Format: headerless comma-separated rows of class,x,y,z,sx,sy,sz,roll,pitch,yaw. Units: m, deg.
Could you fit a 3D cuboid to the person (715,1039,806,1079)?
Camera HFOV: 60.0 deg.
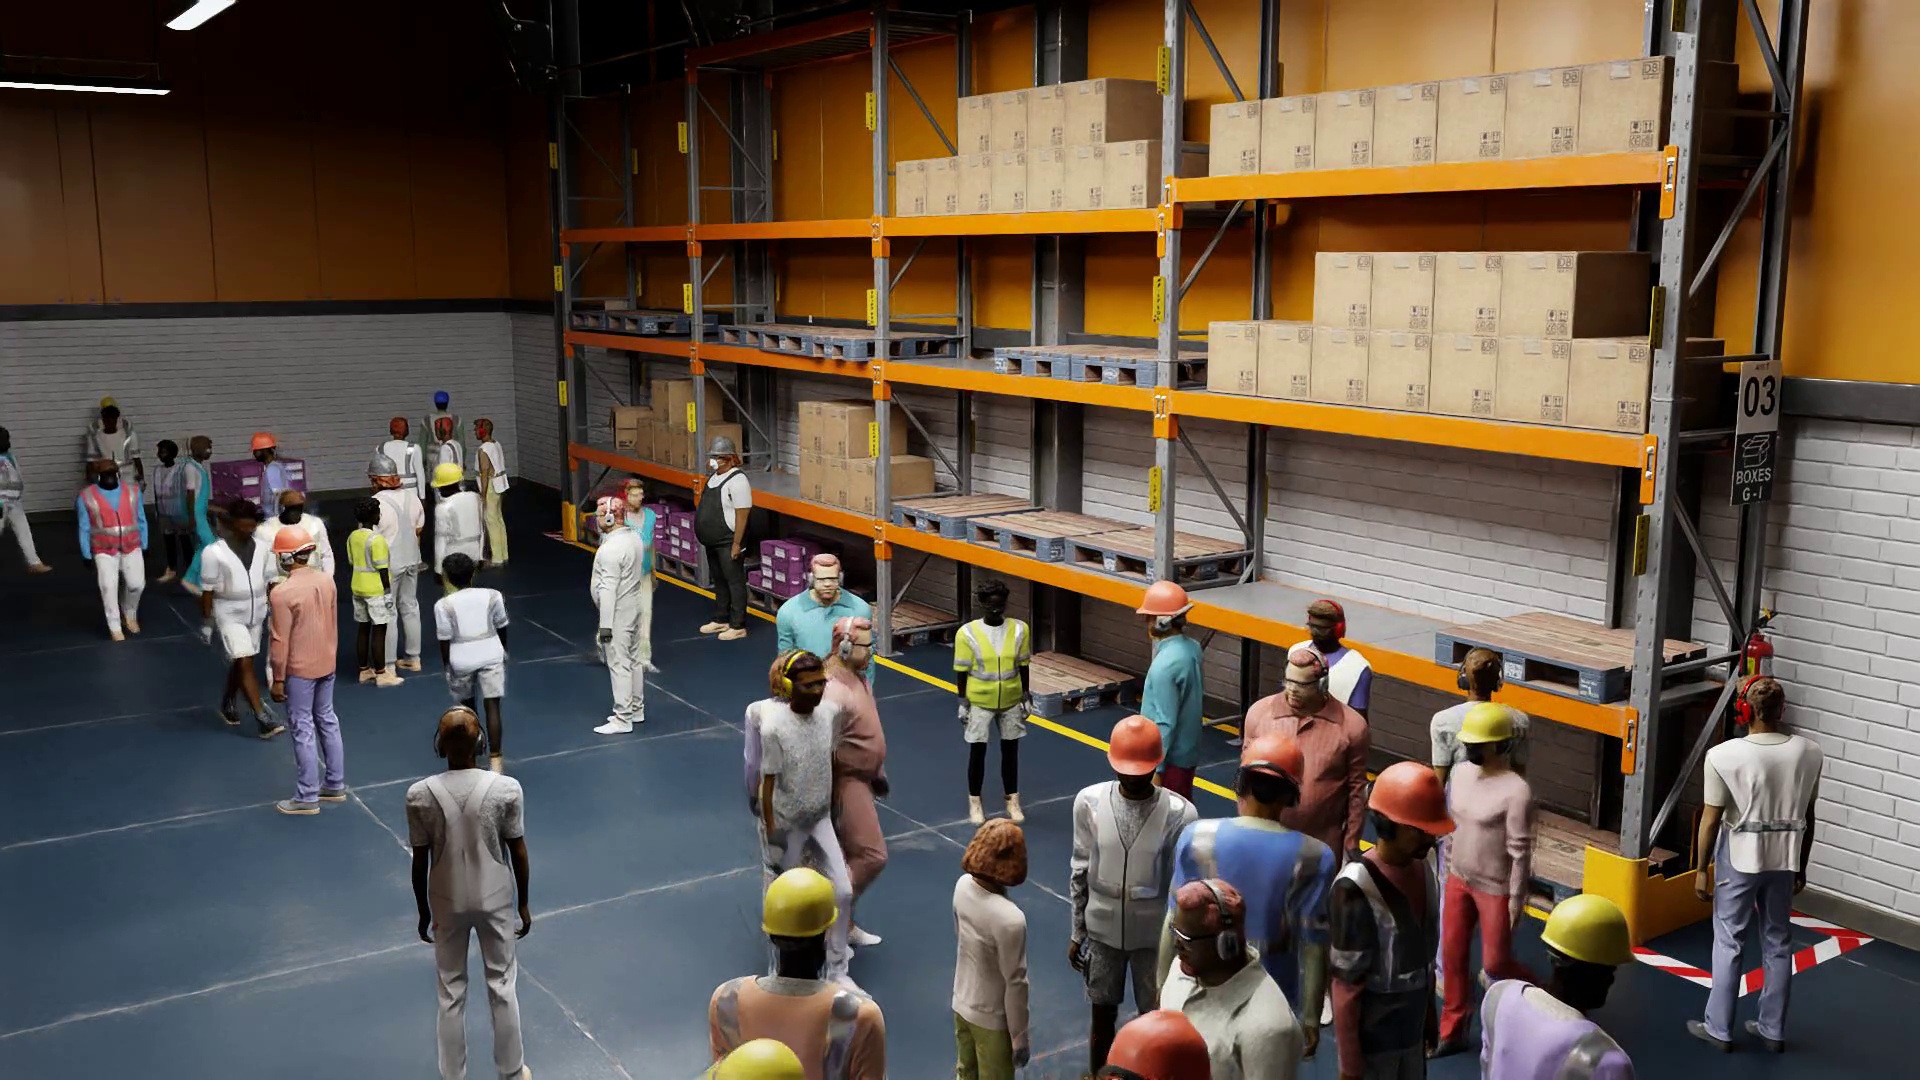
person,-0.566,2.170,4.129,0.602,1.895,0.907,6,11,32

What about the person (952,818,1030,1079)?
person,0.124,1.887,6.574,0.284,1.624,0.495,-5,11,-28

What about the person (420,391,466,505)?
person,-7.373,-1.170,23.722,0.630,1.895,0.994,-3,10,-15

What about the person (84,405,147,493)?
person,-10.813,-0.769,21.284,0.720,1.919,0.676,-4,10,-22

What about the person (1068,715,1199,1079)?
person,0.723,1.663,7.008,0.550,1.925,0.388,3,10,18

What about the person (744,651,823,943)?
person,-0.936,1.428,9.205,0.515,1.641,0.315,1,10,7

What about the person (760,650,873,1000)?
person,-0.725,1.466,8.387,0.574,1.840,0.760,-9,13,-42

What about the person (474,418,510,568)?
person,-5.734,-0.571,20.387,0.384,1.838,0.568,0,10,1

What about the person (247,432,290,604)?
person,-7.437,-0.213,18.009,0.427,1.917,0.584,-3,10,-17

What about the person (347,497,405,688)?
person,-5.200,0.460,14.728,0.535,1.697,0.318,8,12,38

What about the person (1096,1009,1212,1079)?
person,0.485,2.129,4.073,0.929,1.983,0.620,-2,10,-9

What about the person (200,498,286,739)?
person,-5.717,0.608,13.271,1.050,1.898,0.623,7,12,35

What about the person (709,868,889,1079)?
person,-0.488,1.962,5.227,0.587,1.930,0.360,2,10,14

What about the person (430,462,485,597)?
person,-4.797,0.181,15.812,0.461,1.880,0.620,5,11,29

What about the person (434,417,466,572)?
person,-6.184,-0.555,20.159,0.363,1.879,0.584,-1,10,-4

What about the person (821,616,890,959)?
person,-0.580,1.334,9.027,0.446,1.885,0.638,1,10,3

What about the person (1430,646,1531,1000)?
person,2.623,1.448,8.488,0.518,1.844,0.329,0,10,-2

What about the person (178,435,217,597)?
person,-8.474,-0.258,18.558,0.396,1.822,0.539,-3,10,-17

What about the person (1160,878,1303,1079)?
person,0.790,1.978,5.245,0.399,1.897,0.652,-4,10,-20

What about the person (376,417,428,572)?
person,-6.728,-0.544,20.067,0.583,1.882,0.337,1,10,4

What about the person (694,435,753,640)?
person,-2.381,-0.031,16.597,0.538,2.000,0.683,-7,12,-34

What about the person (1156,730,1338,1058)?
person,1.069,1.747,6.302,0.678,1.997,0.842,2,10,11

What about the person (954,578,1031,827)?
person,0.222,1.079,11.123,0.537,1.688,0.319,-3,10,-15

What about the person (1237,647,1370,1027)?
person,1.681,1.461,8.254,0.637,1.904,0.403,3,10,19

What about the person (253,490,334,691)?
person,-5.827,0.443,14.556,0.653,1.796,0.581,-7,12,-37

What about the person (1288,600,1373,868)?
person,2.151,1.240,9.746,0.383,1.836,0.562,-7,12,-37

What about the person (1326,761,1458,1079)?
person,1.574,1.775,6.040,0.411,2.033,0.613,9,13,44

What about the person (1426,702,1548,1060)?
person,2.516,1.606,7.853,0.639,1.752,0.533,-5,11,-25

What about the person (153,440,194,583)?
person,-9.144,-0.326,19.336,0.535,1.697,0.321,4,10,20

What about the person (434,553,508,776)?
person,-3.587,0.902,12.283,0.535,1.641,0.909,-4,11,-23

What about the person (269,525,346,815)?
person,-4.508,0.881,11.424,0.408,1.987,0.613,3,10,15

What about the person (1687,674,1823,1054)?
person,3.781,1.553,7.909,0.560,1.836,0.393,-1,10,-4

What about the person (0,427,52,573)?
person,-11.466,-0.463,19.859,0.922,1.805,0.632,-1,10,-3

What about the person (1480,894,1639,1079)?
person,1.819,1.998,5.076,0.399,1.913,0.590,-4,11,-23

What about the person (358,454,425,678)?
person,-5.203,0.232,15.059,0.536,2.000,0.676,5,11,25

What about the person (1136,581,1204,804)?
person,1.180,1.213,9.441,0.400,1.989,0.623,4,11,24

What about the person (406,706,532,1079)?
person,-2.172,1.633,7.404,0.508,1.846,0.345,-2,10,-11

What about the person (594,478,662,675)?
person,-3.041,0.320,15.180,0.628,1.828,0.575,7,12,36

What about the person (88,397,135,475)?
person,-12.004,-1.115,23.572,0.590,1.833,0.404,-7,12,-35

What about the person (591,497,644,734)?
person,-2.755,0.596,13.338,0.399,1.900,0.645,1,10,7

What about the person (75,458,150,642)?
person,-8.374,0.096,16.480,0.656,1.827,0.449,-8,13,-40

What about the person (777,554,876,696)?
person,-0.866,1.023,10.837,0.645,1.901,0.400,-2,10,-10
